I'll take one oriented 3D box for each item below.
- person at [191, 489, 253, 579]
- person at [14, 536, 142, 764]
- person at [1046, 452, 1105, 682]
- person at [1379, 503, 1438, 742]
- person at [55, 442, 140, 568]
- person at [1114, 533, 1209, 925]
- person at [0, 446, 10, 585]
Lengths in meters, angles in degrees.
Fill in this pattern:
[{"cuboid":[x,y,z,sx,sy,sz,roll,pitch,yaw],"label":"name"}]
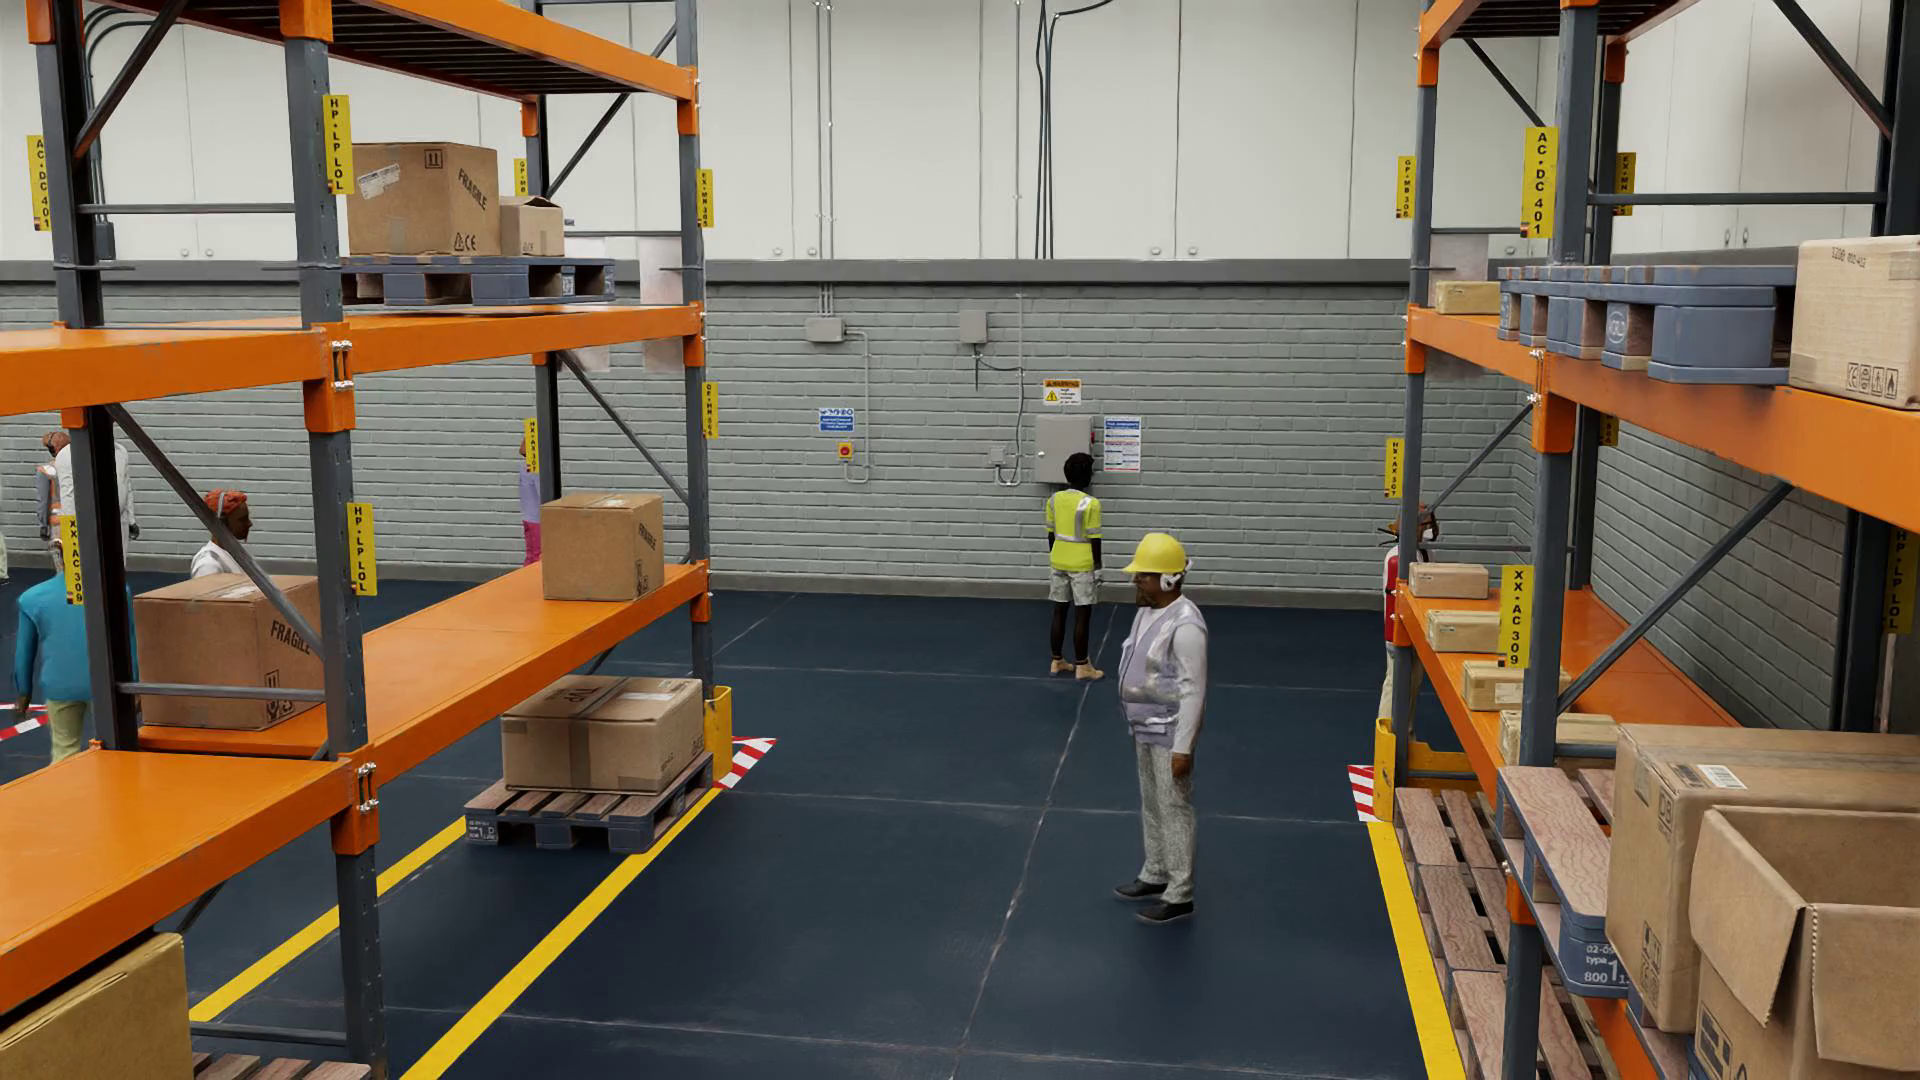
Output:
[{"cuboid":[-3.949,0.657,8.970,0.353,1.876,0.569,-2,9,-13],"label":"person"},{"cuboid":[-4.635,0.757,8.773,0.653,1.726,0.408,-2,9,-14],"label":"person"},{"cuboid":[0.859,0.196,12.342,0.319,1.695,0.538,-8,12,-40],"label":"person"},{"cuboid":[2.761,0.577,10.192,0.278,1.633,0.507,9,13,44],"label":"person"},{"cuboid":[-7.117,-0.146,13.810,0.407,1.910,0.638,4,10,25],"label":"person"},{"cuboid":[0.939,0.869,7.775,0.403,1.830,0.599,-2,9,-13],"label":"person"},{"cuboid":[-9.447,-0.415,15.984,0.573,1.739,0.350,4,10,23],"label":"person"}]
